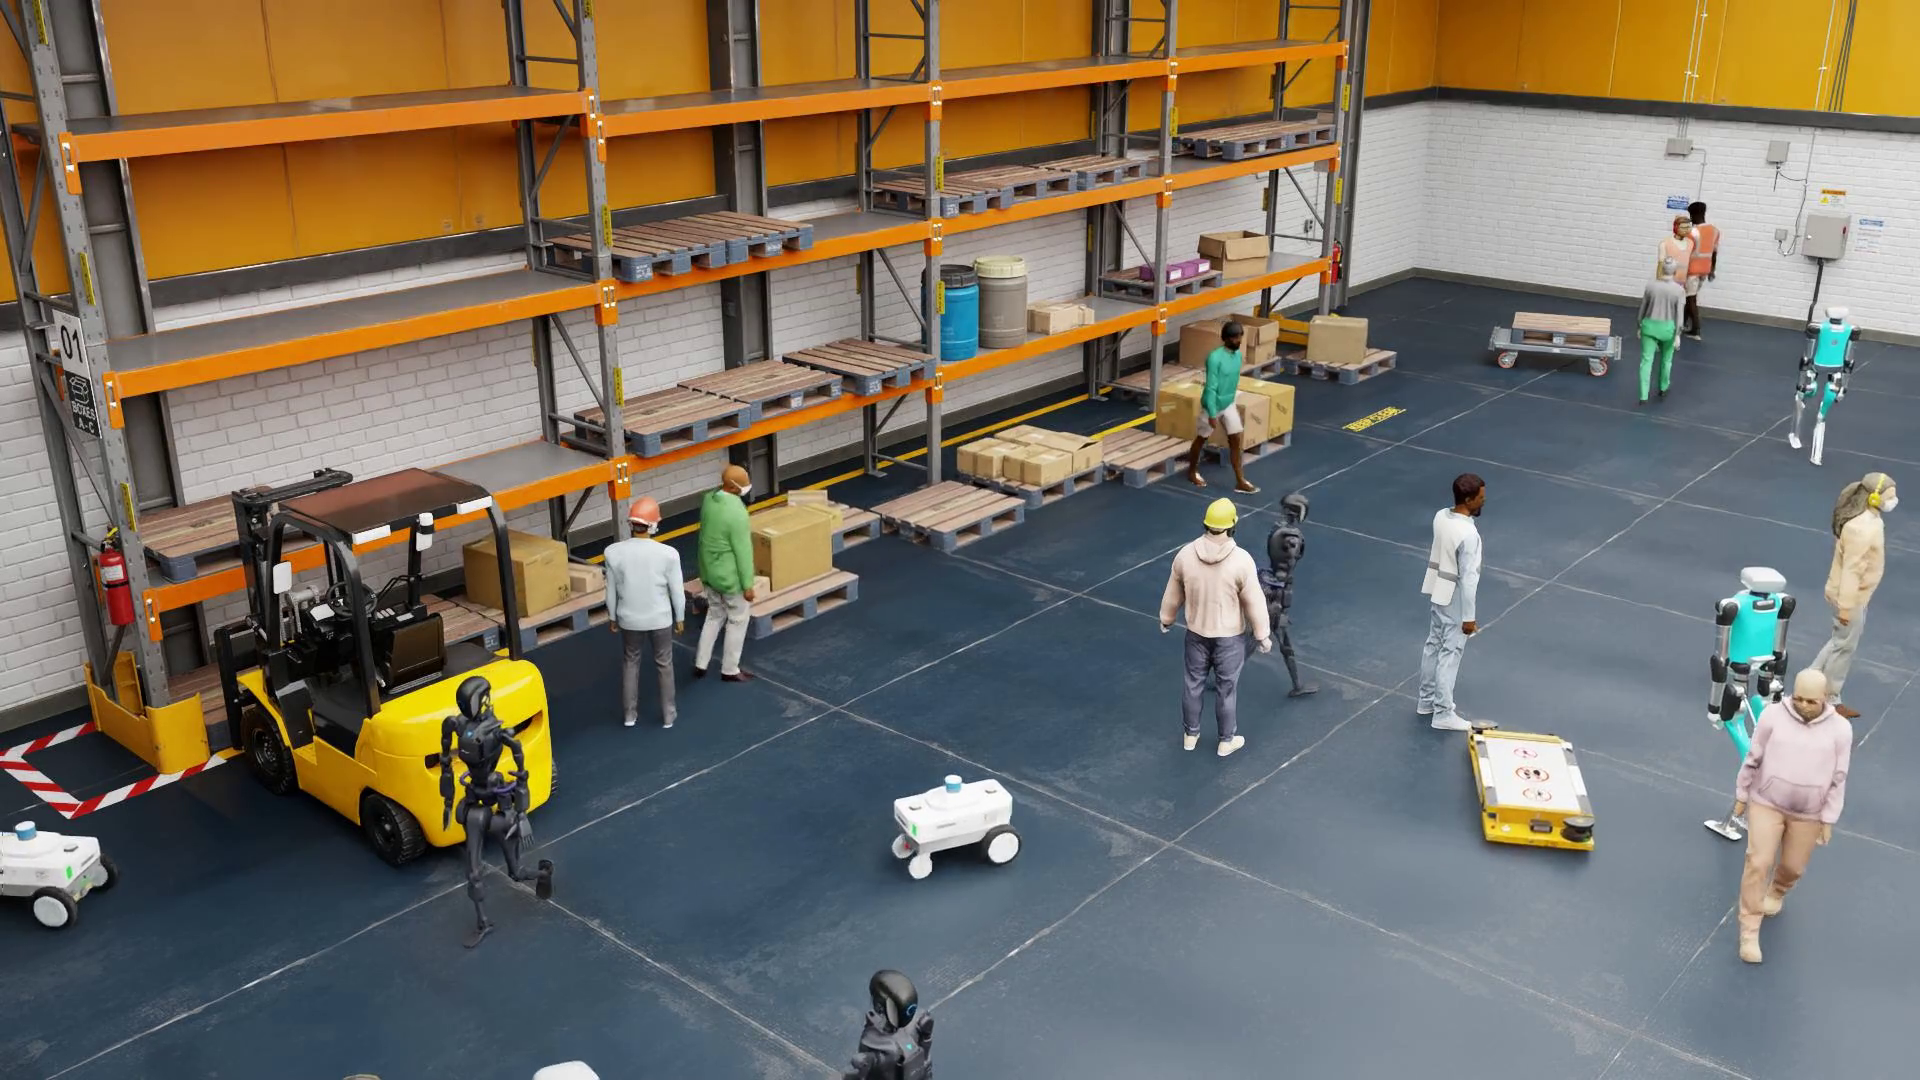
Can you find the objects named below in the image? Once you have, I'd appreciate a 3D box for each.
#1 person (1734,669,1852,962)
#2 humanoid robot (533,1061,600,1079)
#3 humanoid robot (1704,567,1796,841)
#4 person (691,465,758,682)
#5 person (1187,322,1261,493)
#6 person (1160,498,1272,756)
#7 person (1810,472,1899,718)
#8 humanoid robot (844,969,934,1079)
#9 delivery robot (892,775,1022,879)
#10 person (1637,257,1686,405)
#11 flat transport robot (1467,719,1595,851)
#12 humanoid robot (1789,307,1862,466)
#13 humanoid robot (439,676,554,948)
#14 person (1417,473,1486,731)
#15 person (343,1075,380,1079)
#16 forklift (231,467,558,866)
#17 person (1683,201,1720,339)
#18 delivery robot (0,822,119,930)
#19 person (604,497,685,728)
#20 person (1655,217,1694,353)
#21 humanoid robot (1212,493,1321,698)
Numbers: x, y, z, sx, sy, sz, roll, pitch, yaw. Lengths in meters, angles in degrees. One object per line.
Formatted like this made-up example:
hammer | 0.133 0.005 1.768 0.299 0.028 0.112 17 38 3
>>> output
person | 4.671 1.478 9.400 0.540 1.753 0.711 8 22 21
humanoid robot | -1.234 2.688 6.215 0.695 1.847 0.552 -17 26 -39
humanoid robot | 5.053 1.075 10.456 0.531 1.738 0.706 -5 21 -14
person | -1.824 0.278 12.670 0.513 1.752 0.586 -17 26 -39
person | 2.690 -1.351 17.013 0.502 1.789 0.925 -13 24 -31
person | 1.759 0.616 11.573 0.805 1.868 0.409 9 22 24
person | 6.519 0.390 12.202 0.496 1.864 0.581 14 24 33
humanoid robot | -0.272 2.484 6.834 0.752 1.625 0.596 14 24 33
delivery robot | -0.014 1.755 10.392 0.775 0.601 0.499 -9 22 -23
person | 8.584 -2.593 20.361 0.547 1.794 0.903 12 23 29
flat transport robot | 3.804 1.628 11.141 0.659 0.231 1.431 4 21 11
humanoid robot | 9.374 -1.737 18.200 0.530 1.775 1.006 5 21 12
humanoid robot | -2.666 1.477 9.543 0.609 1.627 0.674 7 21 17
person | 3.548 0.435 11.993 0.393 1.919 0.590 -3 20 -7
person | -2.003 2.694 5.845 0.629 1.940 0.373 -8 22 -20
forklift | -3.730 0.710 10.856 2.313 2.155 1.214 17 26 38
person | 10.336 -3.854 23.612 0.613 1.917 0.820 -10 23 -25
delivery robot | -5.479 1.948 9.844 0.768 0.583 0.499 2 20 6
person | -2.255 0.532 11.993 0.573 1.739 0.350 0 20 1
person | 9.725 -3.499 22.752 0.565 1.849 0.390 -10 22 -24
humanoid robot | 2.337 0.428 12.462 0.795 1.630 0.591 0 20 -1
